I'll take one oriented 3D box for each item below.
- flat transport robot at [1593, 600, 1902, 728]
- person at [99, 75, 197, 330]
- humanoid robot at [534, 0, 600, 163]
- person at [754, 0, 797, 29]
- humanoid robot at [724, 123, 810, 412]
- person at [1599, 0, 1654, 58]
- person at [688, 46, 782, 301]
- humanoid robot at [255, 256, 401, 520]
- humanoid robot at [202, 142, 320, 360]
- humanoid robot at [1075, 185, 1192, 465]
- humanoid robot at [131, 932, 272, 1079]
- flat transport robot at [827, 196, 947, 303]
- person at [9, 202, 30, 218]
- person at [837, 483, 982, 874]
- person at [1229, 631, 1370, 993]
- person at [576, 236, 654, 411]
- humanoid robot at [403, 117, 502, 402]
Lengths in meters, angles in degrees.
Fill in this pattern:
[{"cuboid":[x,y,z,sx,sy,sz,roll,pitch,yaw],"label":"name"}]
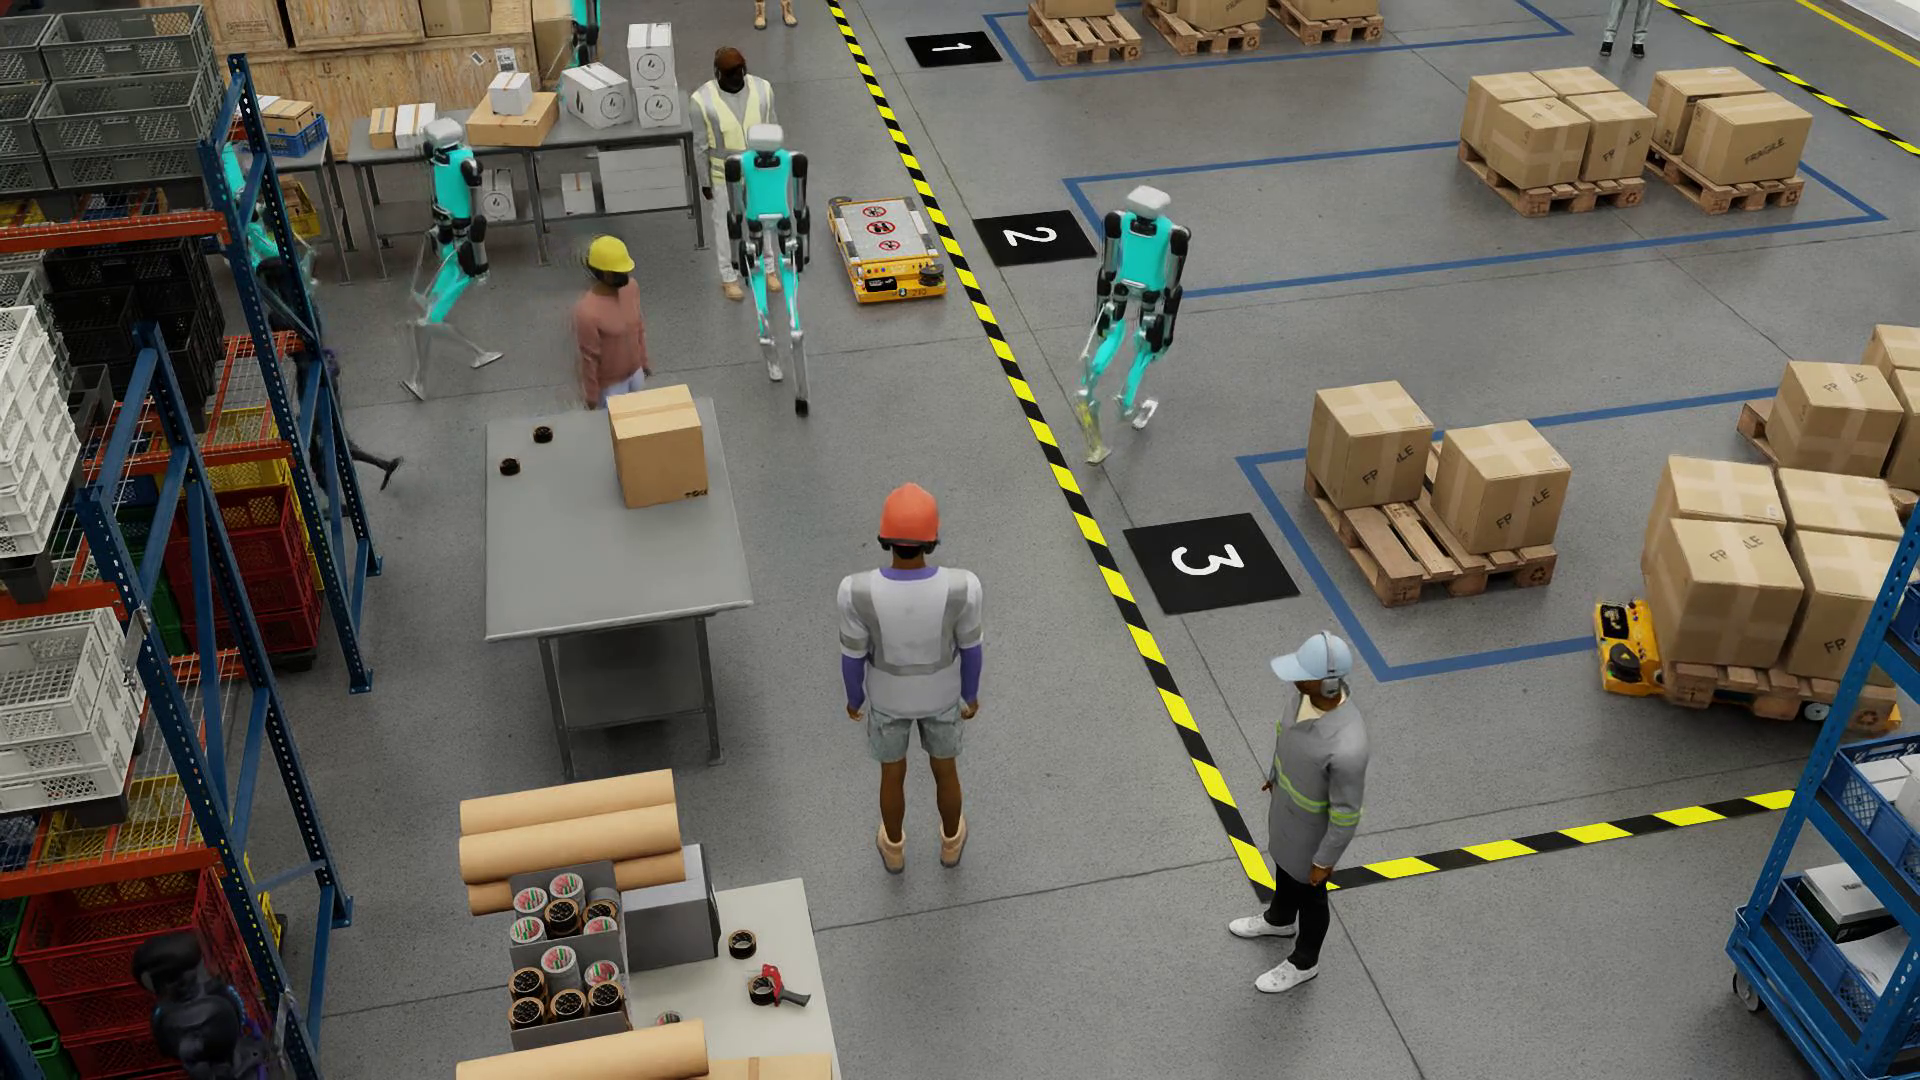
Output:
[{"cuboid":[4.108,0.608,8.713,1.431,0.197,0.652,7,37,10],"label":"flat transport robot"},{"cuboid":[-5.509,-2.263,11.274,0.512,1.845,0.337,28,45,33],"label":"person"},{"cuboid":[-3.299,-3.889,13.599,0.864,1.834,0.551,-14,39,-18],"label":"humanoid robot"},{"cuboid":[-1.848,-6.013,16.148,0.606,2.048,0.366,-8,37,-10],"label":"person"},{"cuboid":[-1.159,-1.649,10.586,0.548,1.831,0.885,-8,37,-10],"label":"humanoid robot"},{"cuboid":[6.411,-5.443,15.559,0.599,1.829,0.404,7,37,10],"label":"person"},{"cuboid":[-1.549,-2.580,11.712,0.622,1.838,0.430,-15,39,-19],"label":"person"},{"cuboid":[-3.640,-0.863,9.542,0.521,1.643,0.612,-9,38,-12],"label":"humanoid robot"},{"cuboid":[-4.582,-2.017,11.000,0.670,1.763,0.540,3,37,5],"label":"humanoid robot"},{"cuboid":[0.979,-1.201,9.966,0.542,1.743,1.047,18,40,22],"label":"humanoid robot"},{"cuboid":[-2.529,1.926,5.832,0.783,1.631,0.609,-15,39,-19],"label":"humanoid robot"},{"cuboid":[-0.570,-2.220,12.538,0.659,0.231,1.431,-8,37,-10],"label":"flat transport robot"},{"cuboid":[-6.889,-2.697,11.896,0.960,1.806,0.560,-18,40,-22],"label":"person"},{"cuboid":[-0.210,0.633,7.218,0.607,2.043,0.393,-2,37,-3],"label":"person"},{"cuboid":[1.371,1.102,6.746,0.386,1.850,0.599,-7,37,-9],"label":"person"},{"cuboid":[-1.964,-0.954,9.582,0.403,1.751,0.533,18,40,22],"label":"person"},{"cuboid":[-3.444,-1.744,10.696,0.547,1.794,0.923,29,46,33],"label":"humanoid robot"}]
